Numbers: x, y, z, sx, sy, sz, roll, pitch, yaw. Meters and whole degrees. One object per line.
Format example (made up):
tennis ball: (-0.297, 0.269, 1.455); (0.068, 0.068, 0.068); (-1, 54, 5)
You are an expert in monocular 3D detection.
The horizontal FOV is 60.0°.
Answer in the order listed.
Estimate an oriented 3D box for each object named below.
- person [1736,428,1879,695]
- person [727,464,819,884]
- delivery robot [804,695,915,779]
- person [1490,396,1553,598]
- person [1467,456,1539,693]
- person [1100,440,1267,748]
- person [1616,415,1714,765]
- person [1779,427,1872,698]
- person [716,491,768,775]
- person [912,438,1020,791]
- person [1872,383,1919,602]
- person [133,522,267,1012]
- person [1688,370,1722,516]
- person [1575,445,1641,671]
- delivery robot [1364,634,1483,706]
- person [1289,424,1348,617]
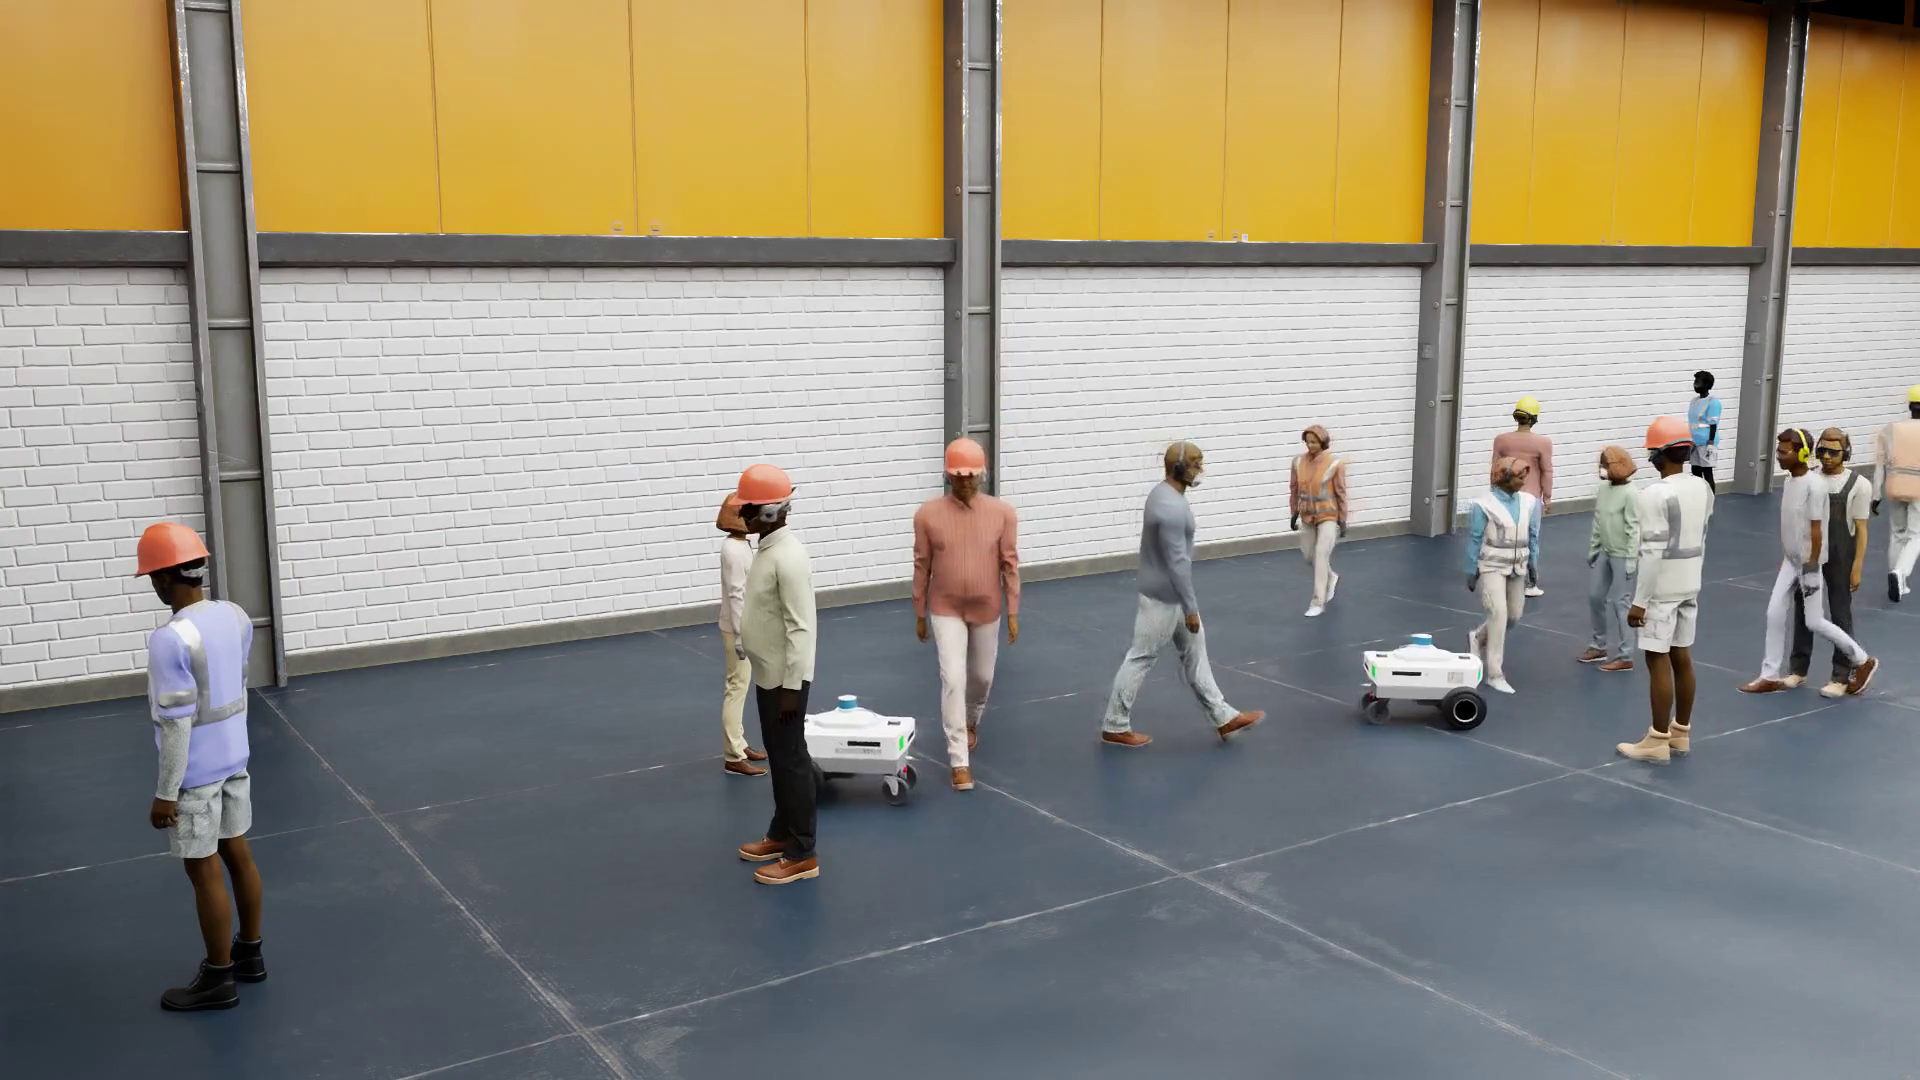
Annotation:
person: (5.764, 0.161, 11.183); (0.829, 1.836, 0.518); (0, 9, -2)
person: (-0.880, 0.626, 7.883); (0.399, 1.989, 0.622); (-3, 10, -18)
delivery robot: (-0.607, 1.092, 9.086); (0.707, 0.478, 0.477); (2, 9, 9)
person: (4.936, -0.379, 14.620); (0.535, 1.767, 0.316); (6, 11, 34)
person: (3.751, 0.205, 11.625); (0.516, 1.614, 0.722); (-4, 10, -21)
person: (1.326, 0.342, 9.938); (1.026, 1.876, 0.642); (1, 9, 5)
person: (4.118, 0.292, 9.750); (0.609, 2.040, 0.395); (-7, 12, -36)
person: (5.849, 0.149, 11.249); (0.349, 1.837, 0.503); (-8, 12, -38)
person: (-1.250, 0.524, 9.564); (0.272, 1.635, 0.507); (-1, 9, -4)
person: (0.026, 0.370, 9.538); (0.605, 1.960, 0.929); (-1, 9, -6)
person: (8.201, -0.403, 14.382); (0.790, 1.904, 0.592); (-9, 13, -42)
person: (-2.996, 0.884, 6.522); (0.375, 1.927, 0.543); (1, 9, 7)
person: (8.626, -1.124, 19.338); (0.320, 1.690, 0.537); (-1, 9, -7)
person: (4.708, 0.127, 11.982); (0.338, 1.623, 0.537); (-1, 9, -7)
delivery robot: (2.945, 0.844, 10.605); (0.707, 0.478, 0.477); (1, 10, 6)
person: (3.057, -0.189, 13.946); (0.532, 1.611, 0.666); (9, 13, 43)
